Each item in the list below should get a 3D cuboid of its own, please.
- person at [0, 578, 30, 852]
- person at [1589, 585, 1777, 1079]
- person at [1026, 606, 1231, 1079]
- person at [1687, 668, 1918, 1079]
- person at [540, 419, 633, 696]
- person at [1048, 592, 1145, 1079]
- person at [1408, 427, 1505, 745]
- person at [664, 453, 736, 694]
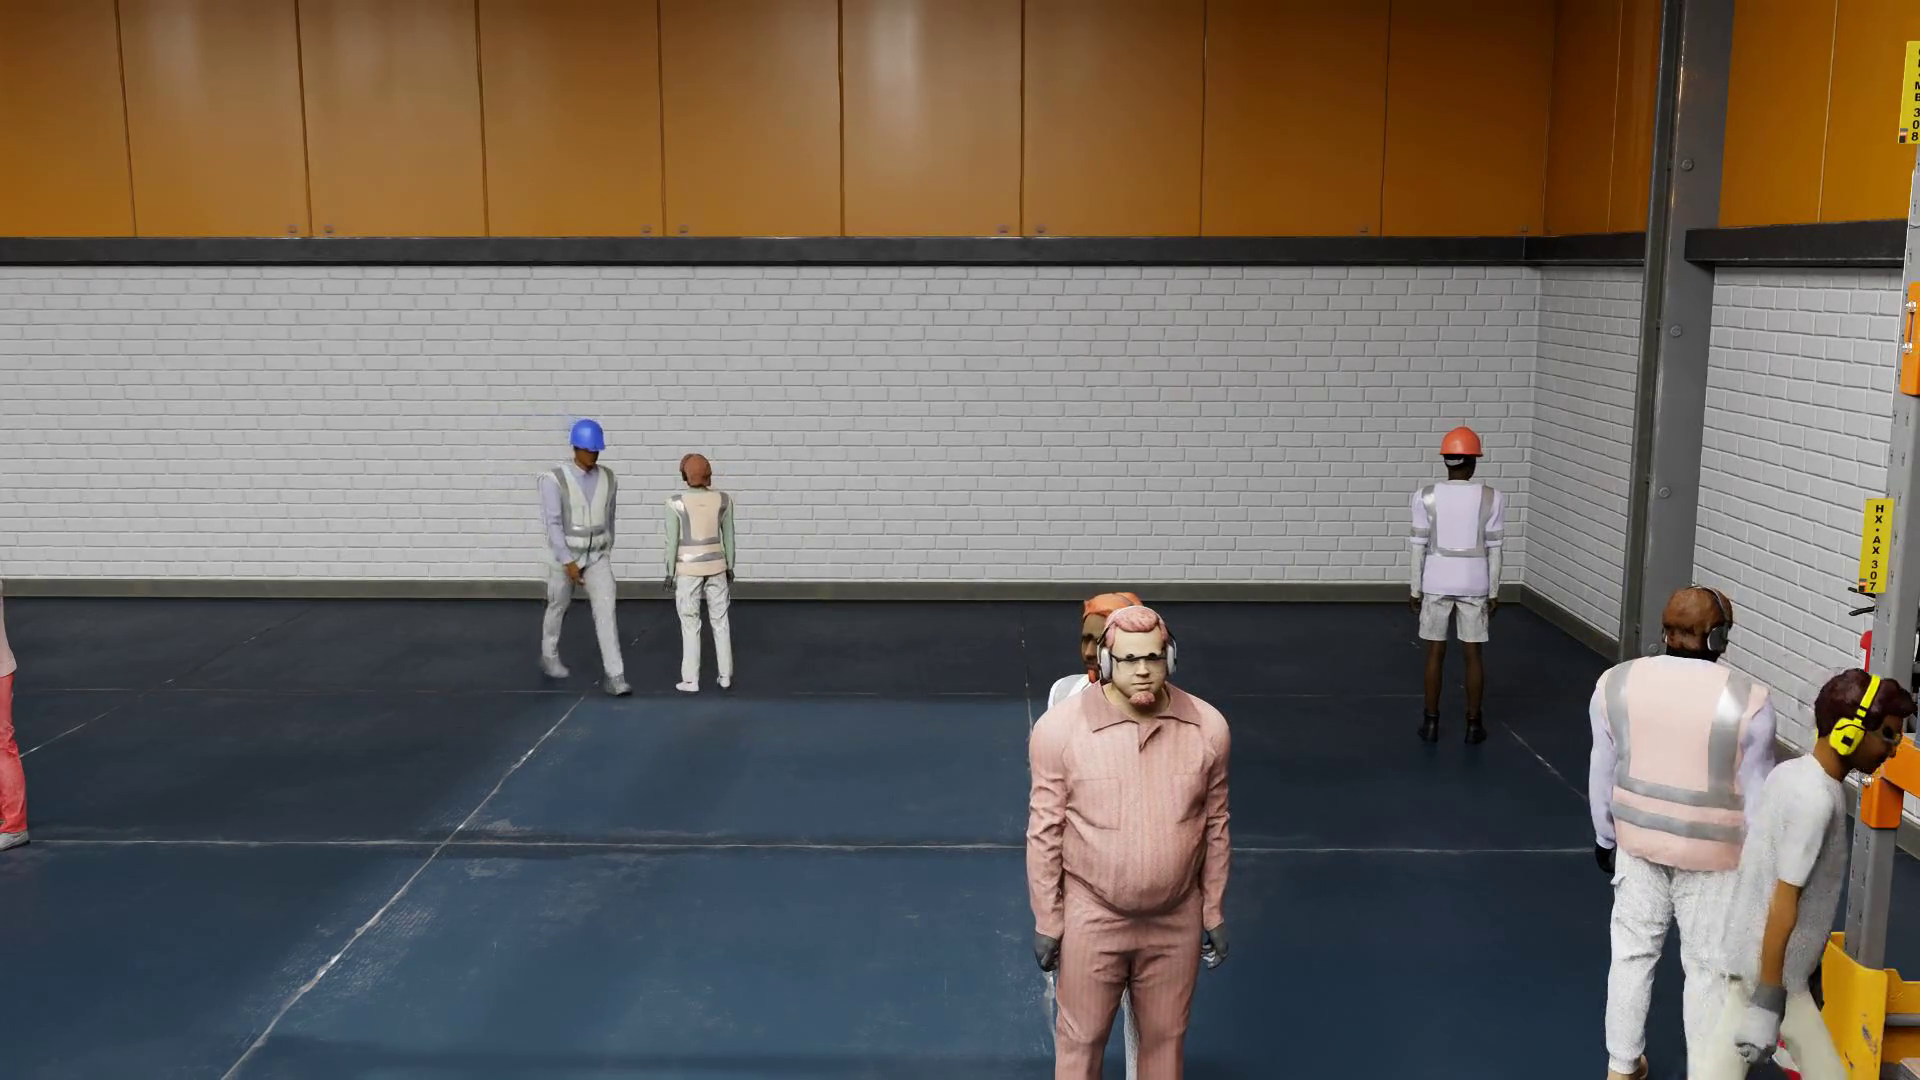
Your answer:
[{"bbox_3d":[-4.866,0.671,8.267,0.305,1.772,0.525,-7,12,-36],"label":"person"},{"bbox_3d":[2.481,1.064,5.718,0.621,1.838,0.429,9,13,42],"label":"person"},{"bbox_3d":[0.524,1.138,5.061,0.642,1.909,0.408,-2,10,-10],"label":"person"},{"bbox_3d":[2.396,1.254,4.705,1.001,1.793,0.593,3,10,18],"label":"person"},{"bbox_3d":[-2.617,0.099,11.403,0.577,1.886,1.081,-7,12,-37],"label":"person"},{"bbox_3d":[0.474,1.094,5.387,0.575,1.884,0.355,8,13,41],"label":"person"},{"bbox_3d":[3.008,0.281,10.117,0.545,1.933,0.376,3,10,17],"label":"person"},{"bbox_3d":[-1.766,0.229,11.310,0.523,1.636,0.310,-6,11,-31],"label":"person"}]
